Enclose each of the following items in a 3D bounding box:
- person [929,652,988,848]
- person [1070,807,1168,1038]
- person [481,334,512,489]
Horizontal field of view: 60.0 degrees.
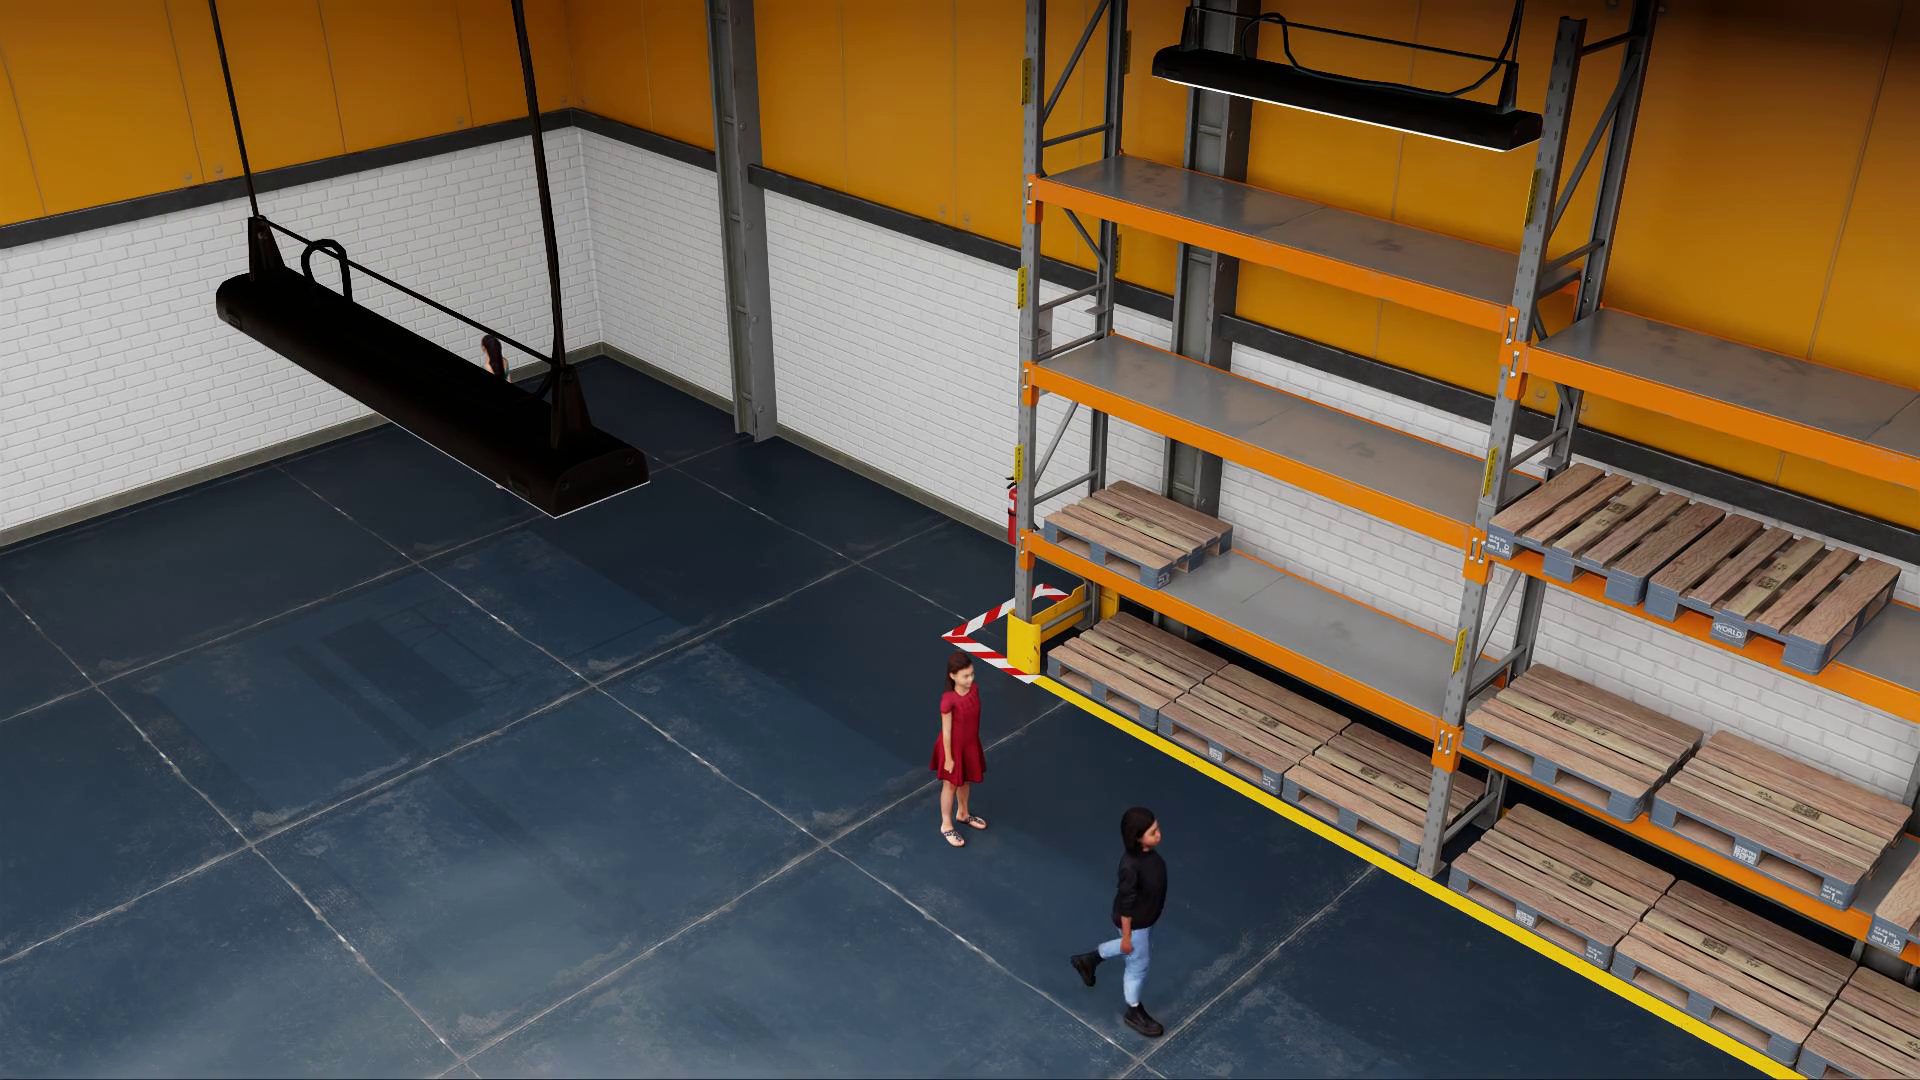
[{"bbox_3d":[-0.002,1.478,12.064,0.620,1.554,0.562,21,35,34],"label":"person"},{"bbox_3d":[1.011,2.338,10.344,0.973,1.690,0.760,12,31,21],"label":"person"},{"bbox_3d":[-4.730,-1.324,17.061,0.556,1.687,0.607,16,33,27],"label":"person"}]
